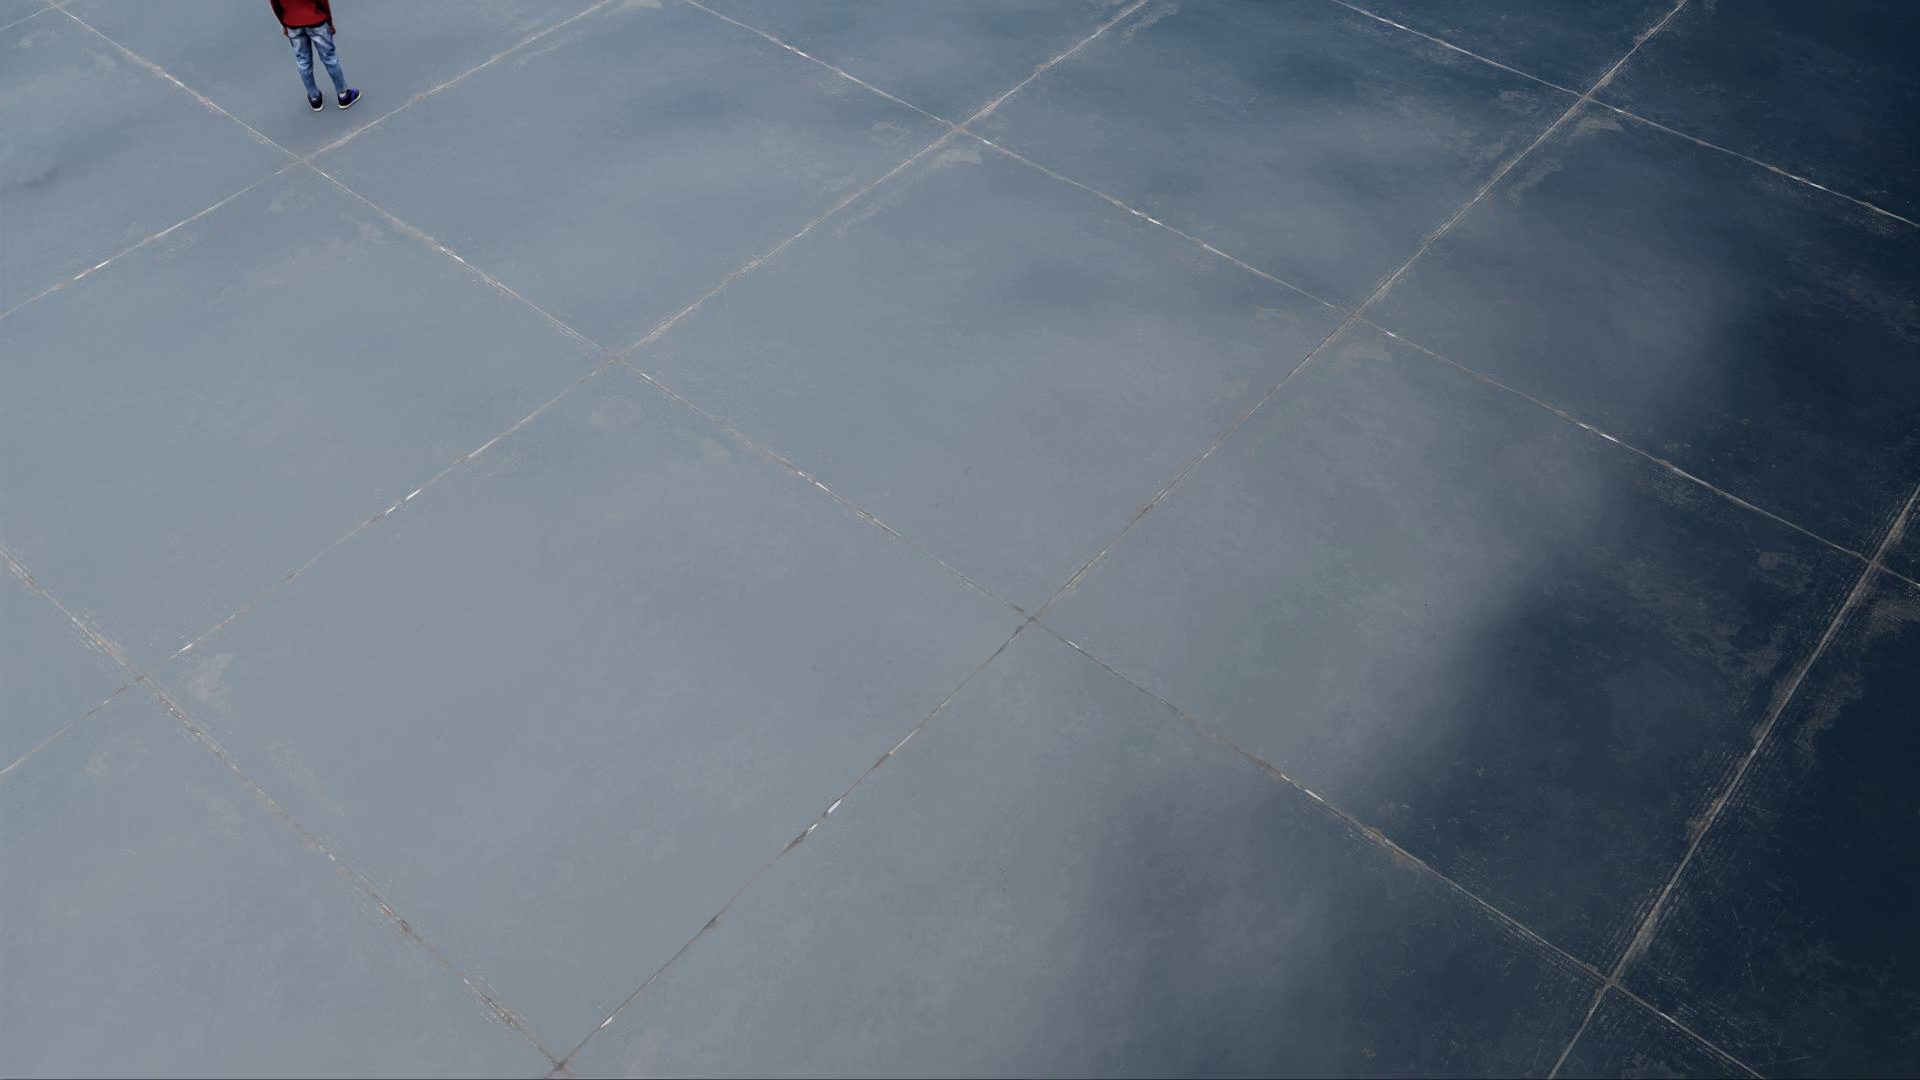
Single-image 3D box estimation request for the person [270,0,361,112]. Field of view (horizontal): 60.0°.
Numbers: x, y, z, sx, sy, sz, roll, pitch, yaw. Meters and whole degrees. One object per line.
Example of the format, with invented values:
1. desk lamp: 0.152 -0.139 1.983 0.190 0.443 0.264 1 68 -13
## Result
1. person: -4.208 -3.344 10.682 0.587 1.256 0.644 -2 47 -2
